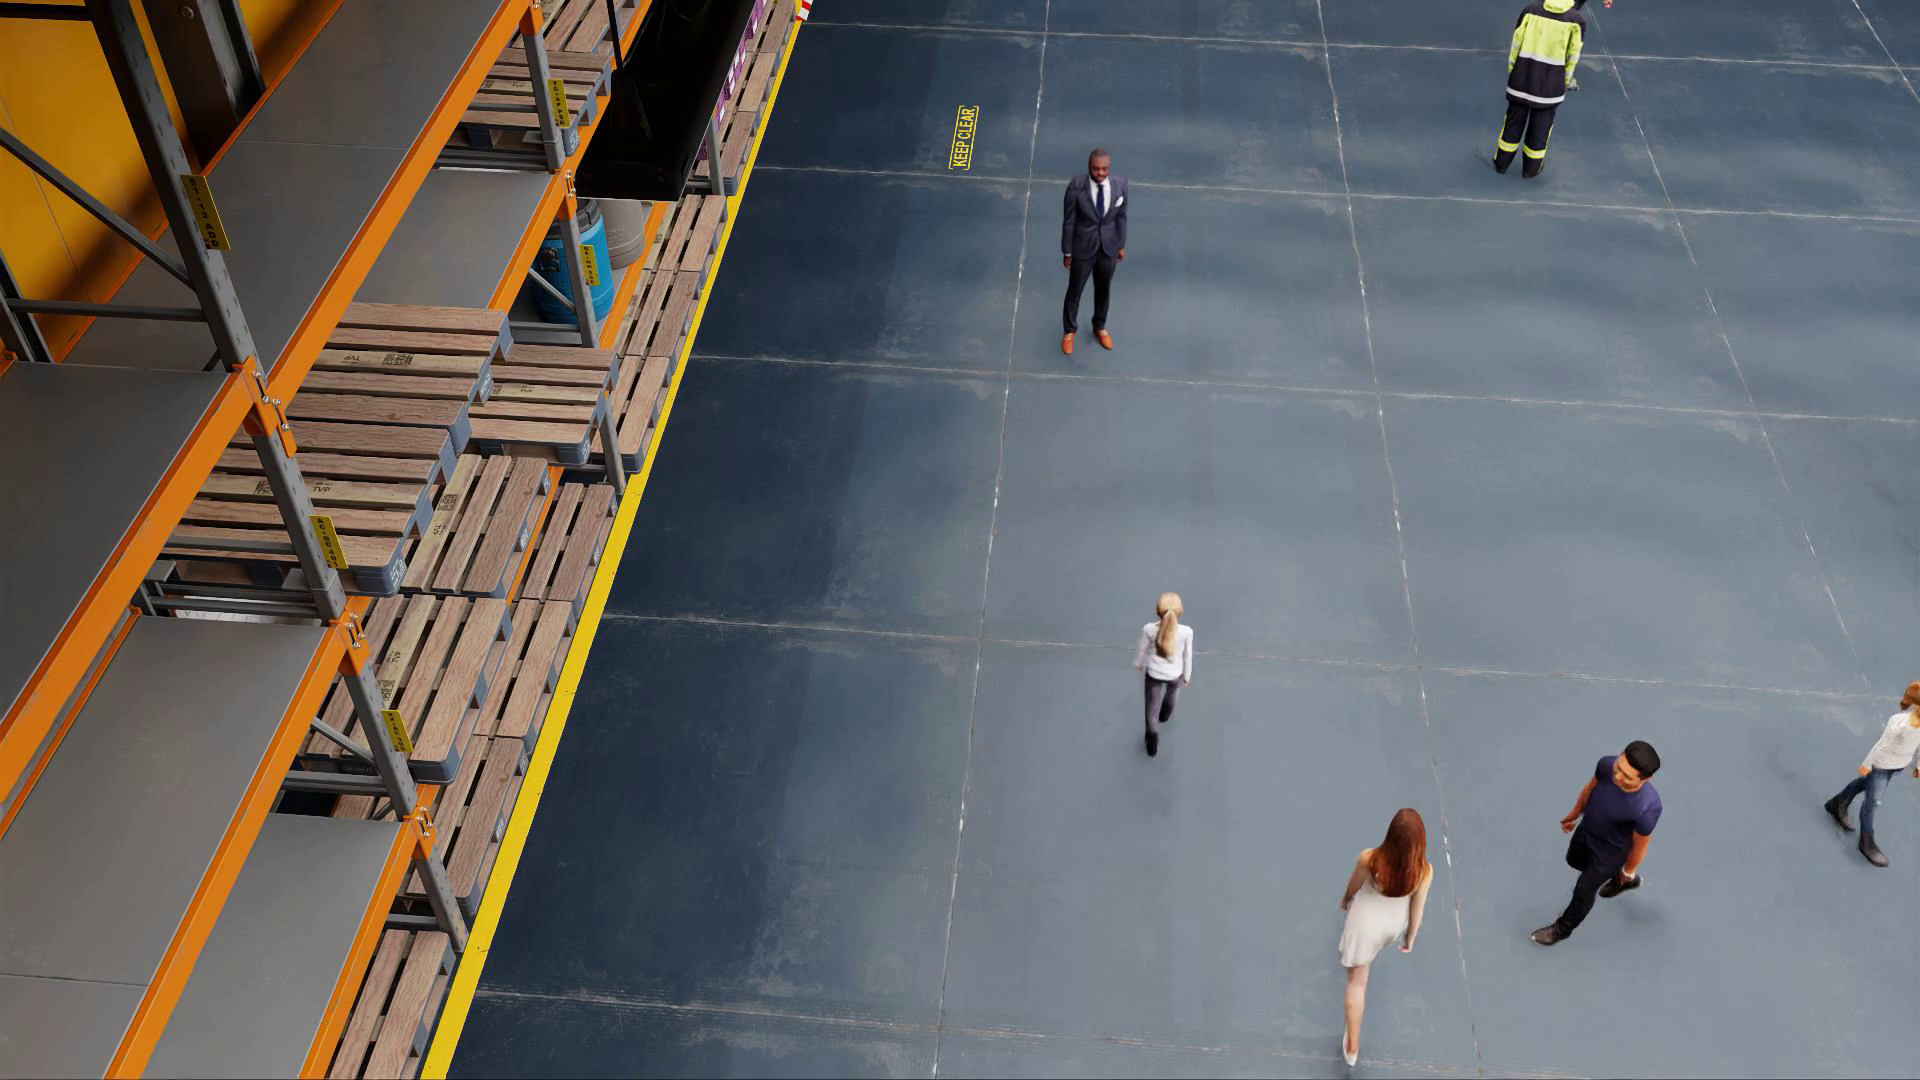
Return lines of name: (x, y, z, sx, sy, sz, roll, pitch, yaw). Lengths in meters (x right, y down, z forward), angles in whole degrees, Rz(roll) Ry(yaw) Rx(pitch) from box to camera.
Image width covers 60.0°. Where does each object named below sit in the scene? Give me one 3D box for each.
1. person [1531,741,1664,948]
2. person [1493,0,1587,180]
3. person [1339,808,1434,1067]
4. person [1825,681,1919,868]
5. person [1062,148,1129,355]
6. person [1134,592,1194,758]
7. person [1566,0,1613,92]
person: (3.643, 1.650, 9.229, 0.869, 1.772, 0.963, -6, 44, -6)
person: (5.335, -4.295, 15.317, 0.856, 1.983, 0.808, 20, 47, 20)
person: (2.213, 2.100, 8.832, 0.581, 1.668, 1.173, 6, 44, 7)
person: (5.514, 1.287, 9.950, 0.674, 1.302, 0.840, -13, 45, -13)
person: (1.074, -2.348, 13.388, 0.754, 1.824, 0.691, -8, 44, -8)
person: (1.276, 0.871, 10.418, 0.513, 1.260, 0.726, 5, 44, 5)
person: (6.134, -5.567, 16.765, 0.979, 1.827, 1.193, -18, 46, -18)
